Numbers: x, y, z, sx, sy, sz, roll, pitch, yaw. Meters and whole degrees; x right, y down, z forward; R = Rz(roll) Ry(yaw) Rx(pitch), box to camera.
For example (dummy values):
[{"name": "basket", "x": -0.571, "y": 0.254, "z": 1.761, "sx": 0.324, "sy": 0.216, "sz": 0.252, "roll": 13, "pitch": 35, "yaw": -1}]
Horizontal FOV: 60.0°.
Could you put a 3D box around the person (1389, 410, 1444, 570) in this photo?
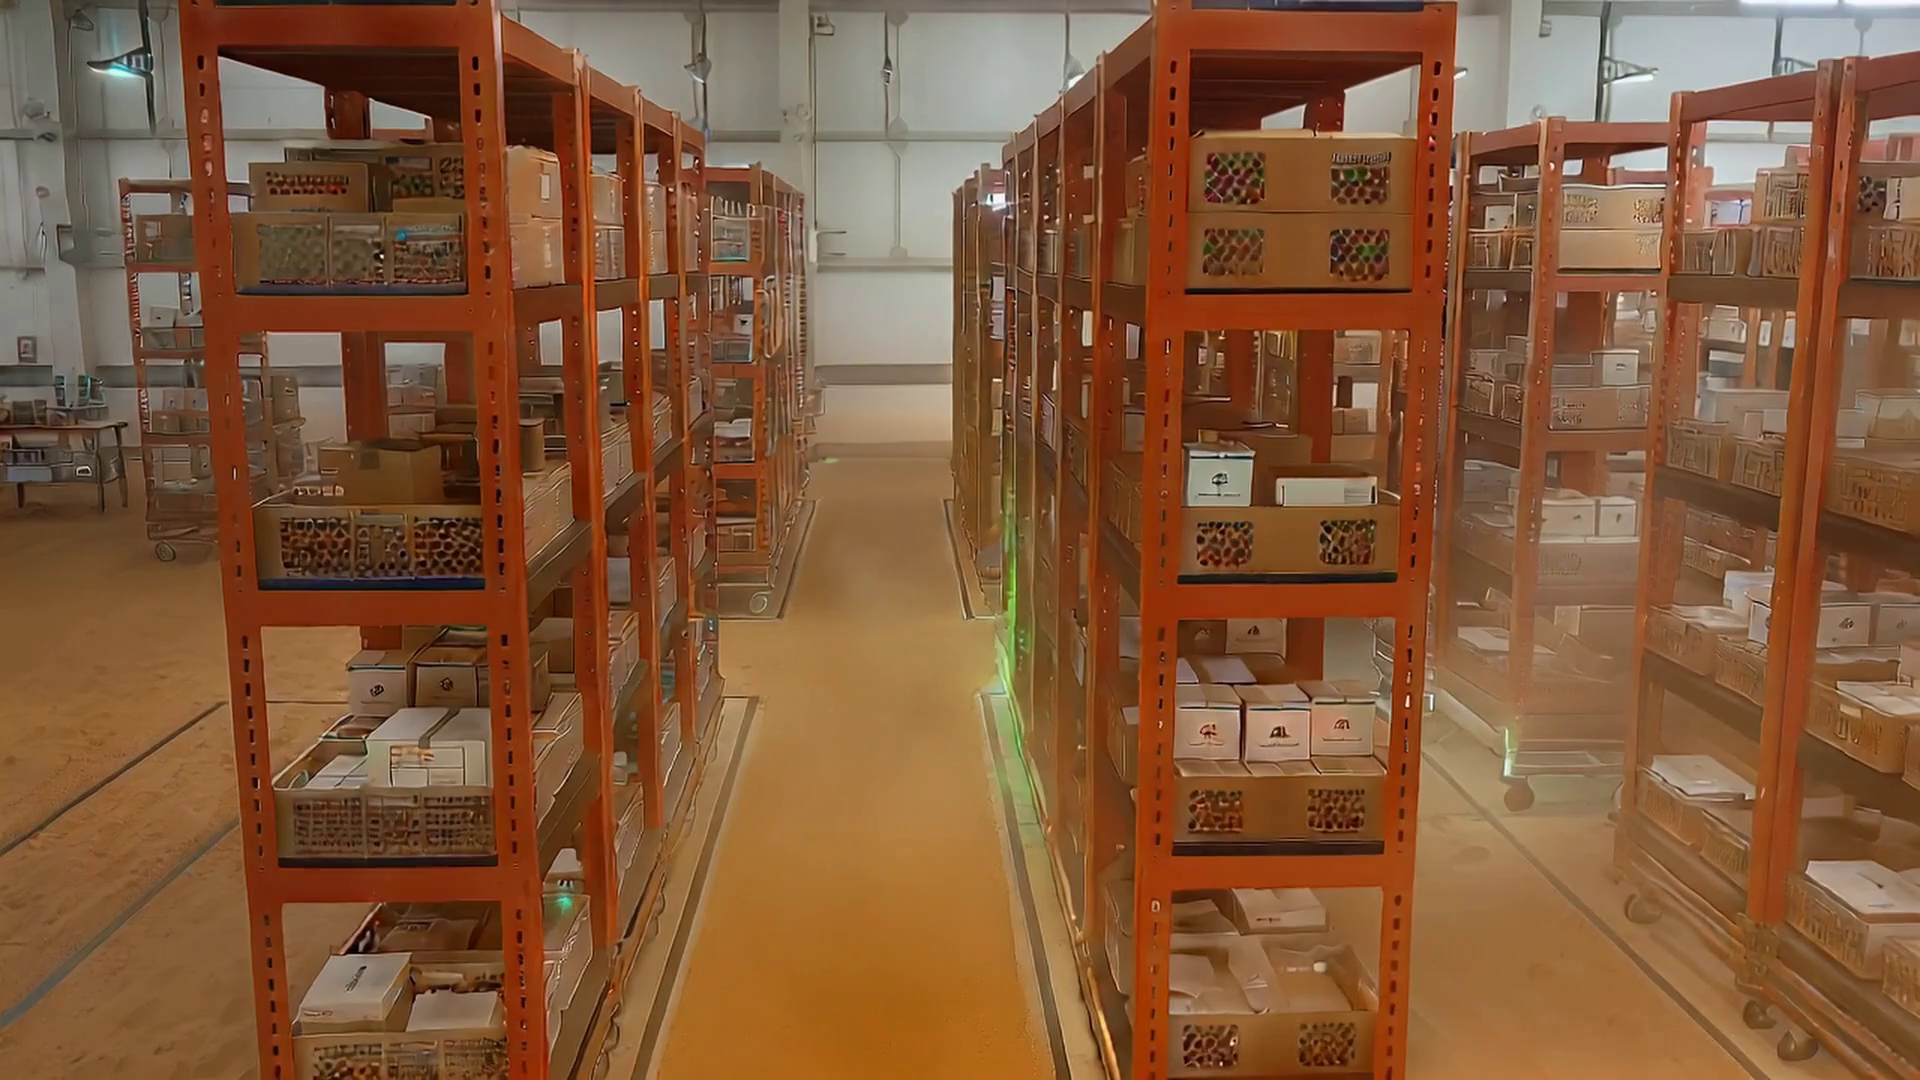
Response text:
[{"name": "person", "x": 4.266, "y": -0.634, "z": 15.492, "sx": 0.591, "sy": 1.786, "sz": 0.988, "roll": -1, "pitch": 10, "yaw": -5}]

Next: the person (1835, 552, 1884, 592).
[{"name": "person", "x": 6.698, "y": -0.086, "z": 12.250, "sx": 0.588, "sy": 1.837, "sz": 0.404, "roll": -4, "pitch": 11, "yaw": -24}]
